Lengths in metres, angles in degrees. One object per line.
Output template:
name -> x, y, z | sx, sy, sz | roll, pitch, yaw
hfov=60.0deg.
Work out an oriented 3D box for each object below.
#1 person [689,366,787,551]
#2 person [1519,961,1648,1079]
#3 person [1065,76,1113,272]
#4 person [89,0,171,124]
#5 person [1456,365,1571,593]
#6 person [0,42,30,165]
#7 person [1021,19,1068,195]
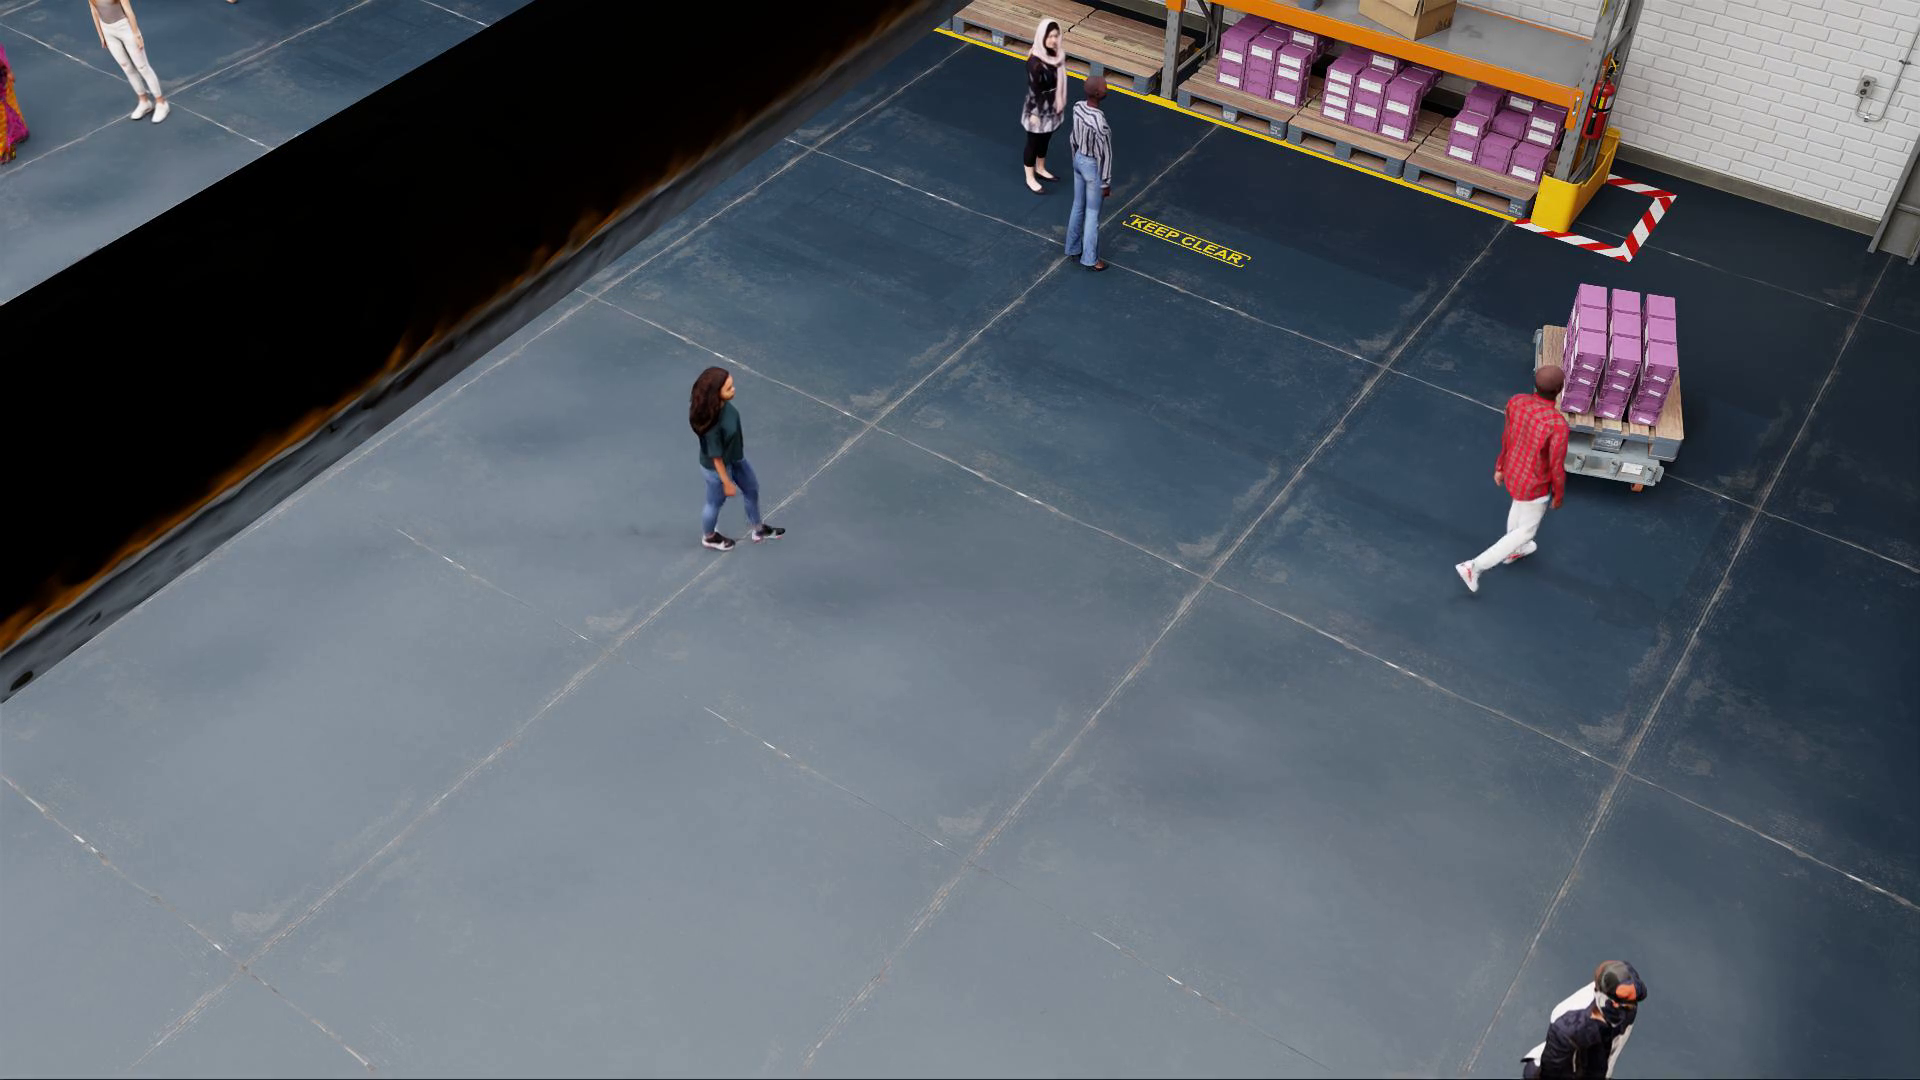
person -> -1.735, -0.542, 11.536 | 0.953, 1.597, 0.839 | 3, 44, 3
person -> 2.920, 2.588, 8.036 | 0.755, 1.892, 0.727 | -24, 49, -23
person -> 1.099, -3.103, 14.080 | 0.753, 1.796, 0.609 | -22, 48, -22
person -> -8.051, -4.870, 15.991 | 0.588, 1.718, 0.715 | 7, 44, 7
person -> 3.796, -0.393, 11.233 | 1.092, 1.798, 1.133 | -17, 46, -17
person -> -9.172, -4.436, 15.568 | 0.959, 1.674, 1.165 | -21, 47, -21
person -> 0.755, -3.959, 15.094 | 0.588, 1.635, 0.611 | 26, 50, 25
